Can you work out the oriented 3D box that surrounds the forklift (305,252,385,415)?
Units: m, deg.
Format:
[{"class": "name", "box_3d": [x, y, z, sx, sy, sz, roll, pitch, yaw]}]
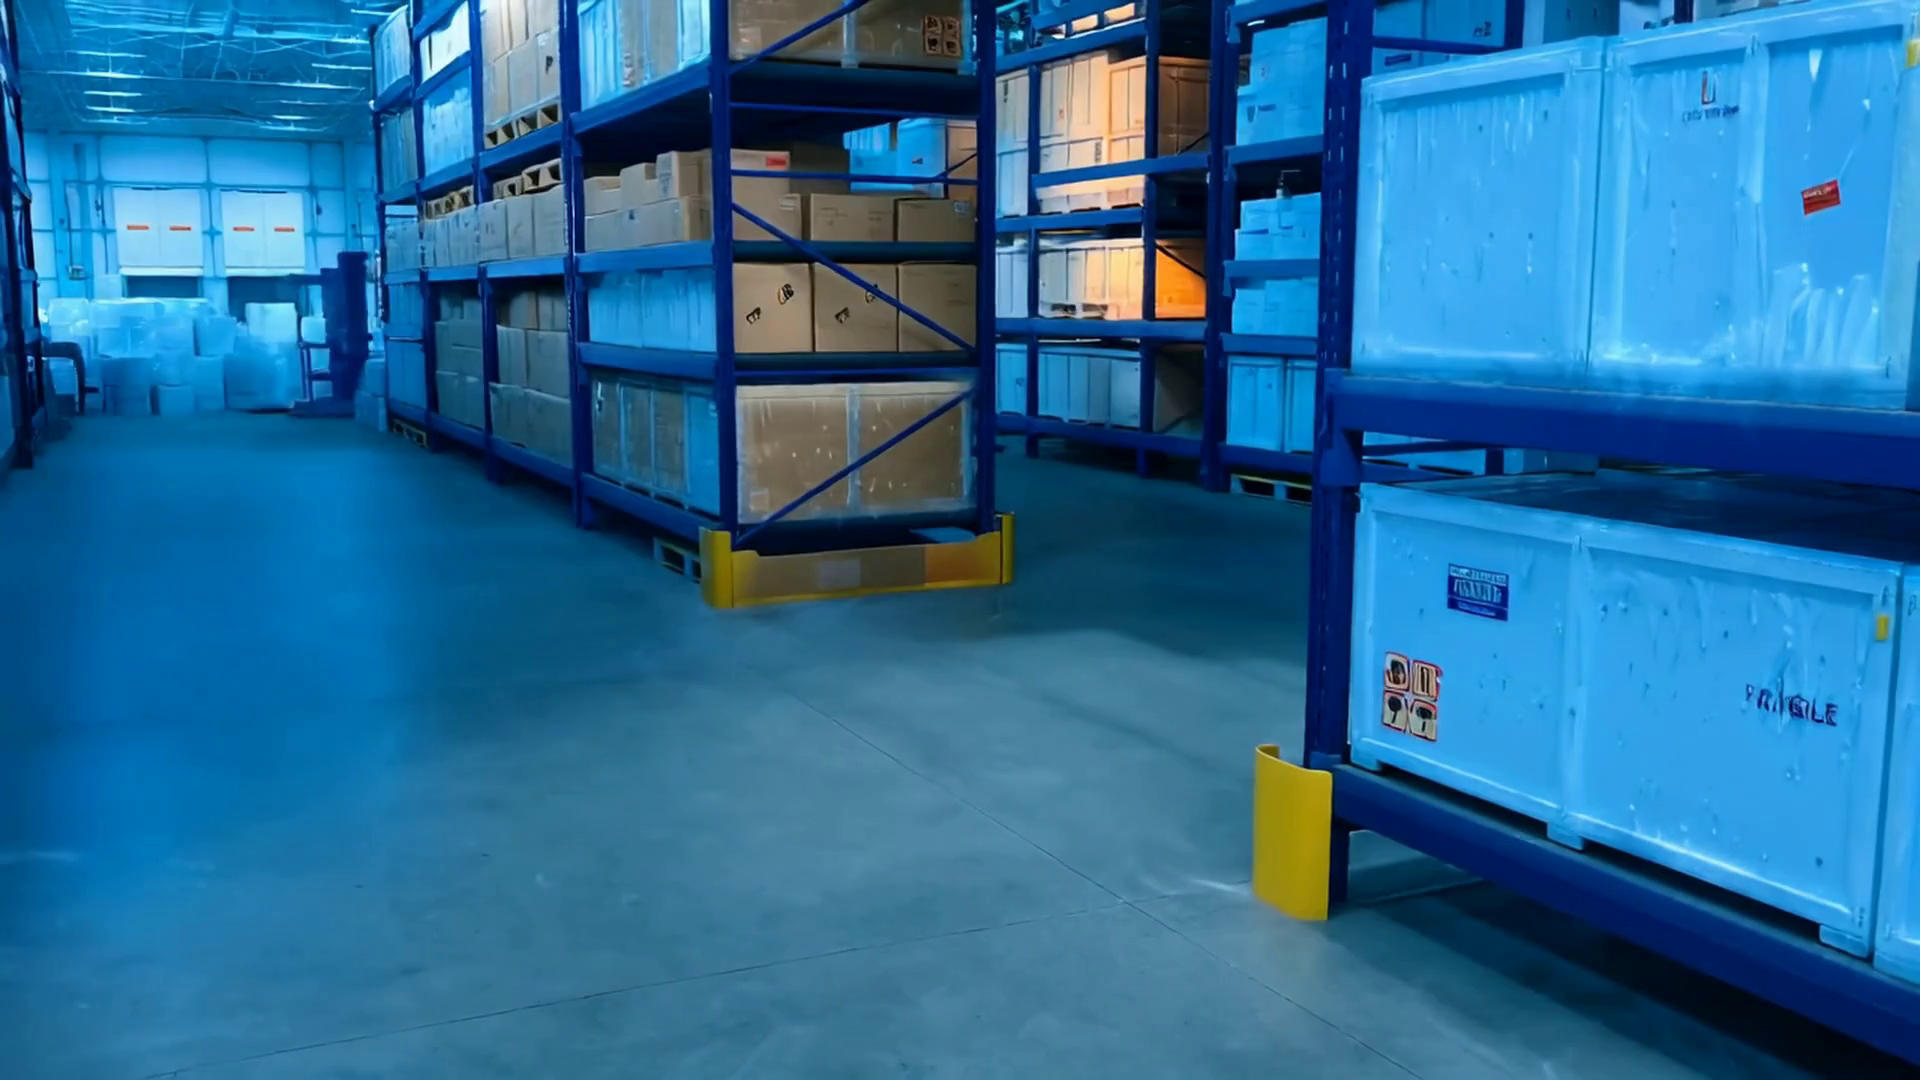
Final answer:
[{"class": "forklift", "box_3d": [-10.541, -3.613, 29.002, 1.873, 2.768, 1.129, -4, 9, -27]}]

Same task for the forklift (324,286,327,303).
[{"class": "forklift", "box_3d": [-16.624, -5.900, 44.776, 1.129, 2.768, 1.873, -5, 9, -29]}]

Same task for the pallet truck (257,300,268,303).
[{"class": "pallet truck", "box_3d": [-23.913, -7.404, 58.171, 1.885, 1.965, 0.823, -1, 8, -9]}]
